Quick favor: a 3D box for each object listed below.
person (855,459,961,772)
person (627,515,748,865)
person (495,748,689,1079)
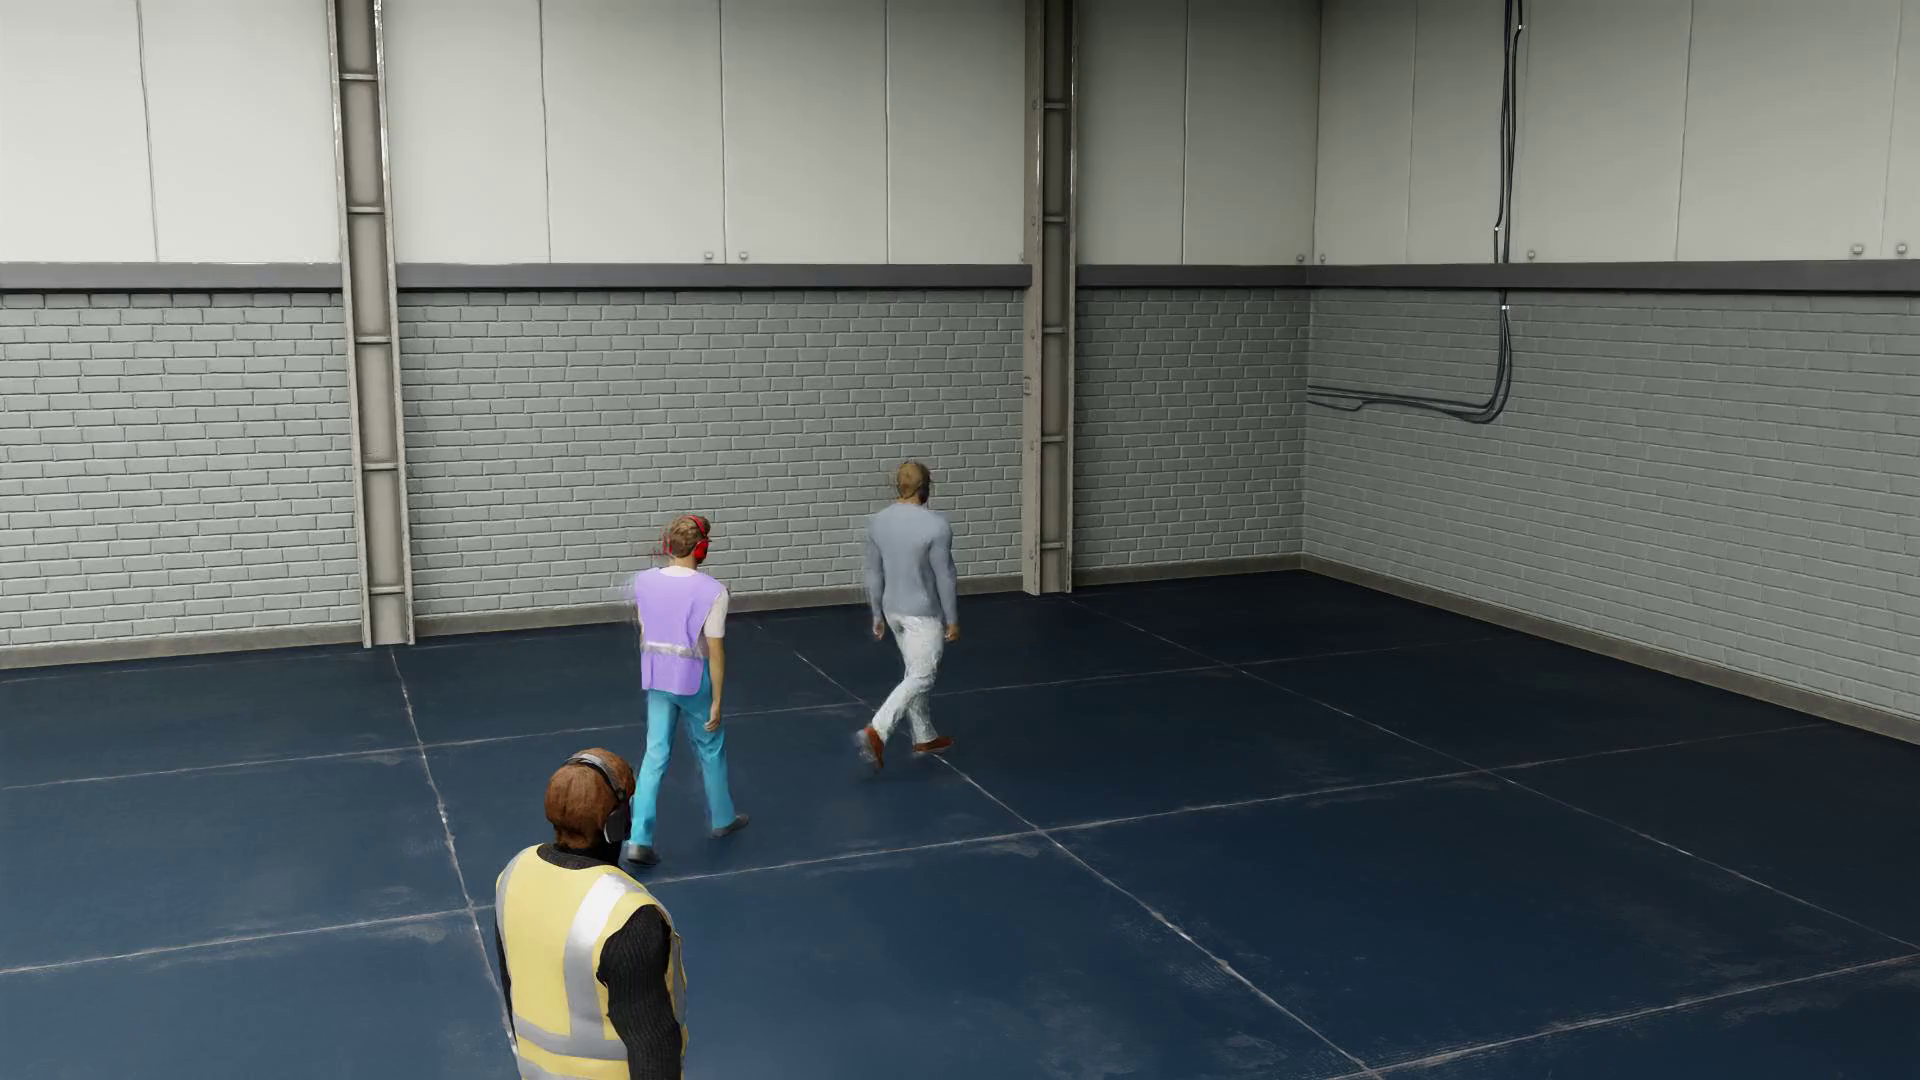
[{"bbox_3d":[-0.345,0.462,10.233,0.631,1.916,0.867,9,13,44],"label":"person"},{"bbox_3d":[-1.458,0.766,8.666,0.593,1.805,0.947,3,10,20],"label":"person"},{"bbox_3d":[-0.912,1.438,4.300,0.633,1.846,0.429,8,12,43],"label":"person"}]
